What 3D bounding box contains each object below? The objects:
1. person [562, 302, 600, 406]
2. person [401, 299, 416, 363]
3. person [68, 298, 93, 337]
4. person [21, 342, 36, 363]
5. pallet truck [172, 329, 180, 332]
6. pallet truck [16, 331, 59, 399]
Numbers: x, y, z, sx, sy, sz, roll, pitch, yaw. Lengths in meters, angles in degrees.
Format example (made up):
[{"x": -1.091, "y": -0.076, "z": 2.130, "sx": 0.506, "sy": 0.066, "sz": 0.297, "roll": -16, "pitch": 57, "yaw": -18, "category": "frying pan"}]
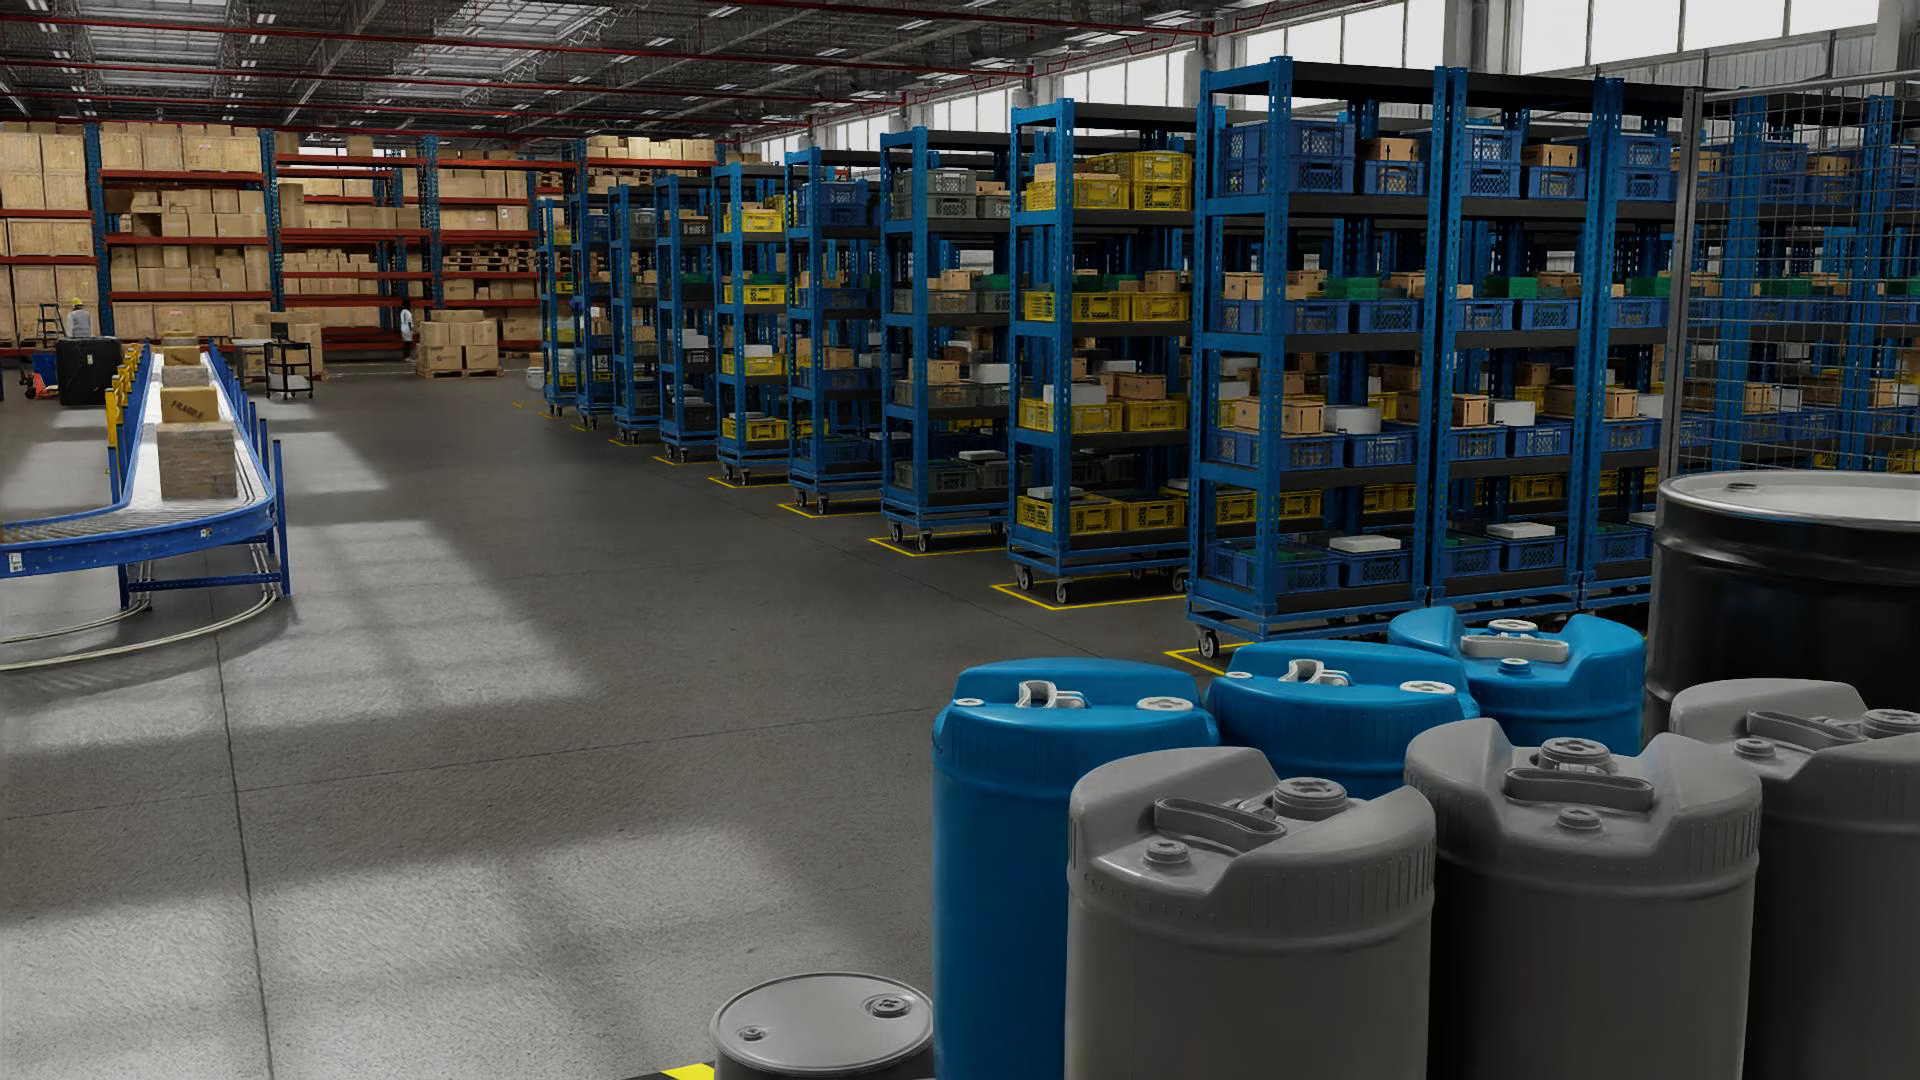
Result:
[{"x": -6.791, "y": -3.354, "z": 29.913, "sx": 0.909, "sy": 1.908, "sz": 0.626, "roll": -2, "pitch": 9, "yaw": -12, "category": "person"}, {"x": -14.707, "y": -5.566, "z": 44.276, "sx": 0.317, "sy": 1.696, "sz": 0.540, "roll": -6, "pitch": 11, "yaw": -34, "category": "person"}, {"x": -20.192, "y": -4.643, "z": 38.172, "sx": 0.403, "sy": 1.828, "sz": 0.597, "roll": 4, "pitch": 10, "yaw": 25, "category": "person"}, {"x": -24.401, "y": -5.605, "z": 43.865, "sx": 0.880, "sy": 1.904, "sz": 0.566, "roll": -4, "pitch": 10, "yaw": -22, "category": "person"}, {"x": -17.275, "y": -3.851, "z": 35.096, "sx": 1.601, "sy": 1.201, "sz": 0.680, "roll": 0, "pitch": 9, "yaw": 1, "category": "pallet truck"}, {"x": -17.082, "y": -3.353, "z": 31.781, "sx": 1.630, "sy": 1.274, "sz": 0.653, "roll": -4, "pitch": 10, "yaw": -25, "category": "pallet truck"}]
